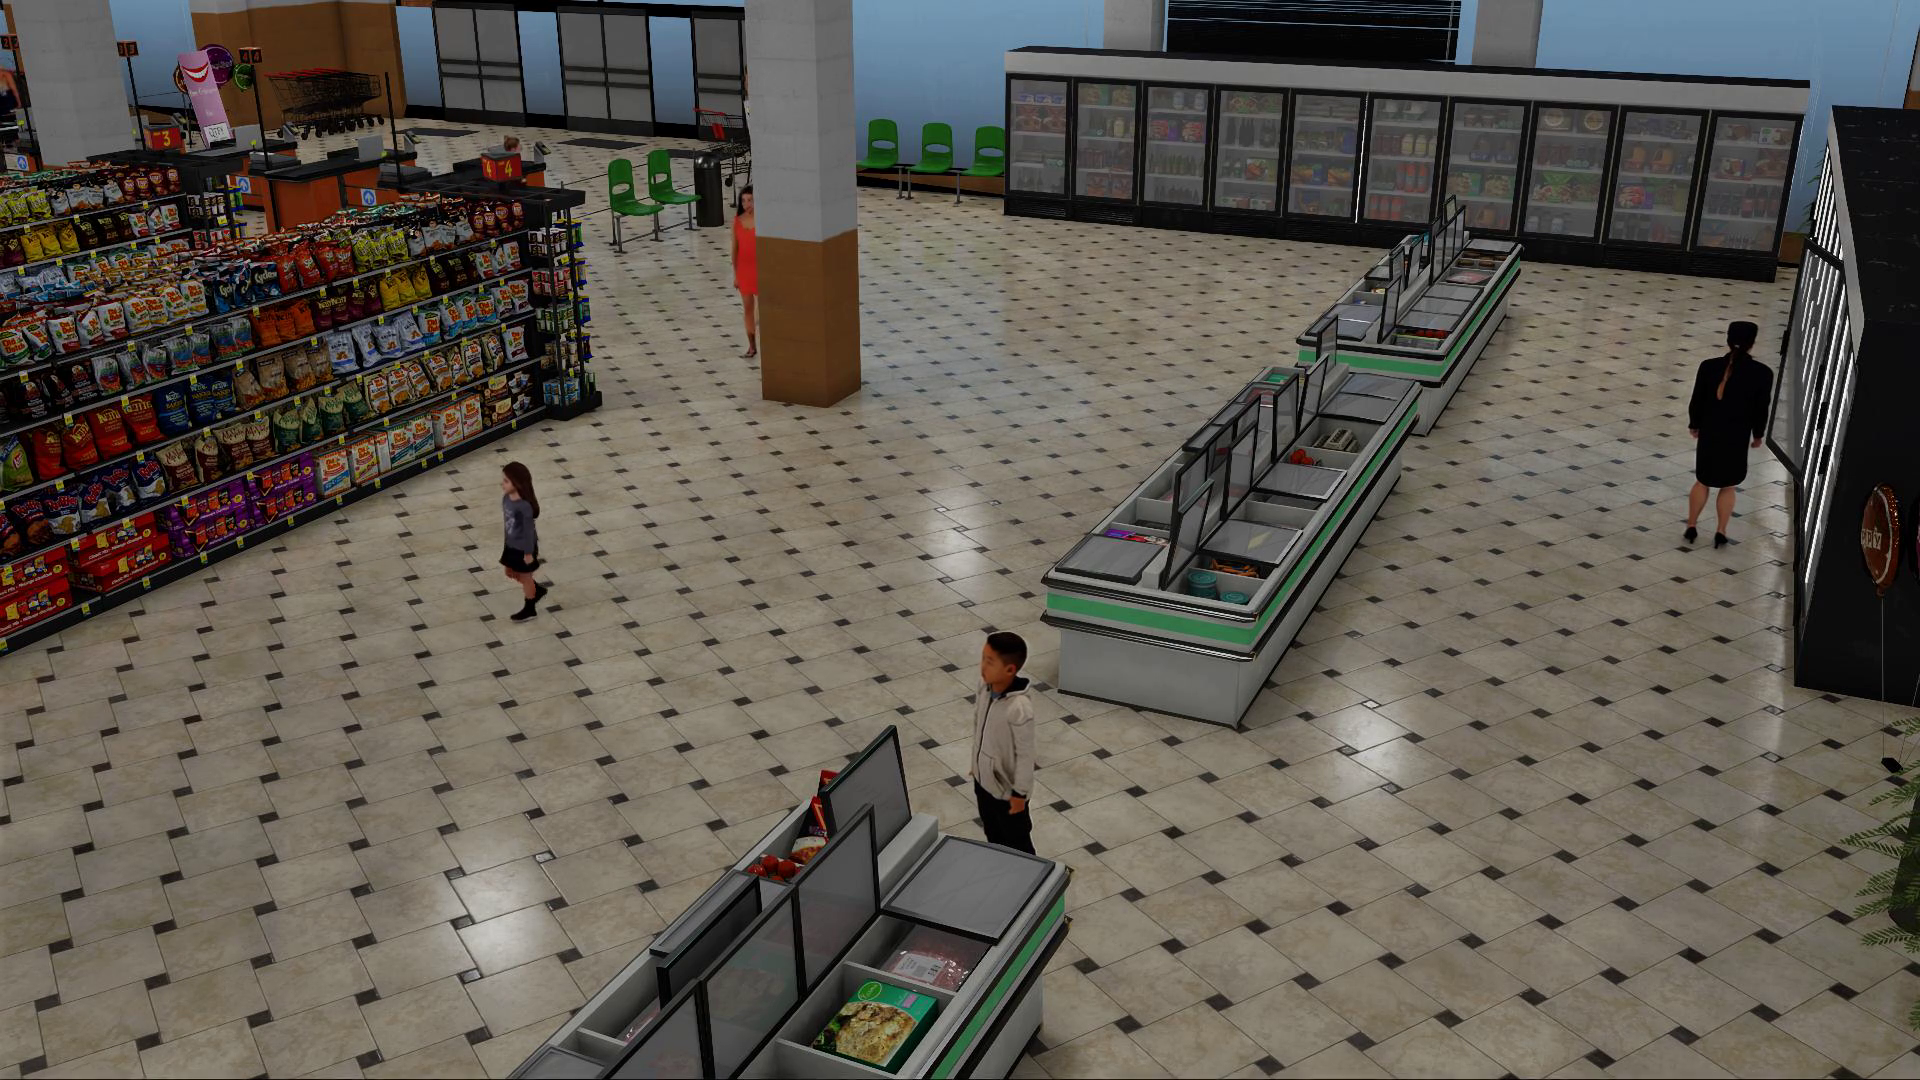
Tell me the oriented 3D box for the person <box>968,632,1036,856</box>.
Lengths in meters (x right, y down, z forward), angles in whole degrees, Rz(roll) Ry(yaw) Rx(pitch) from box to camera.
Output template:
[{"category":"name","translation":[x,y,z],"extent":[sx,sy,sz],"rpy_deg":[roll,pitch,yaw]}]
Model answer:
[{"category":"person","translation":[0.210,1.095,7.750],"extent":[0.684,1.454,0.664],"rpy_deg":[-13,25,-29]}]

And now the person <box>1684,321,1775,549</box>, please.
[{"category":"person","translation":[5.545,-0.755,12.062],"extent":[0.734,1.671,0.689],"rpy_deg":[15,26,33]}]

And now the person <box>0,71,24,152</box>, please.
[{"category":"person","translation":[-16.845,-7.663,29.381],"extent":[1.111,1.576,1.072],"rpy_deg":[-9,24,-22]}]

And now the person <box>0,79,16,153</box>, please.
[{"category":"person","translation":[-16.972,-7.671,29.348],"extent":[0.786,1.617,0.676],"rpy_deg":[2,22,4]}]

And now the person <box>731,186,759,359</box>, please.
[{"category":"person","translation":[-2.093,-2.745,16.979],"extent":[0.797,1.699,1.054],"rpy_deg":[2,22,6]}]

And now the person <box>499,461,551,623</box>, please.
[{"category":"person","translation":[-2.849,-0.004,10.959],"extent":[0.619,1.101,0.567],"rpy_deg":[-18,28,-38]}]
